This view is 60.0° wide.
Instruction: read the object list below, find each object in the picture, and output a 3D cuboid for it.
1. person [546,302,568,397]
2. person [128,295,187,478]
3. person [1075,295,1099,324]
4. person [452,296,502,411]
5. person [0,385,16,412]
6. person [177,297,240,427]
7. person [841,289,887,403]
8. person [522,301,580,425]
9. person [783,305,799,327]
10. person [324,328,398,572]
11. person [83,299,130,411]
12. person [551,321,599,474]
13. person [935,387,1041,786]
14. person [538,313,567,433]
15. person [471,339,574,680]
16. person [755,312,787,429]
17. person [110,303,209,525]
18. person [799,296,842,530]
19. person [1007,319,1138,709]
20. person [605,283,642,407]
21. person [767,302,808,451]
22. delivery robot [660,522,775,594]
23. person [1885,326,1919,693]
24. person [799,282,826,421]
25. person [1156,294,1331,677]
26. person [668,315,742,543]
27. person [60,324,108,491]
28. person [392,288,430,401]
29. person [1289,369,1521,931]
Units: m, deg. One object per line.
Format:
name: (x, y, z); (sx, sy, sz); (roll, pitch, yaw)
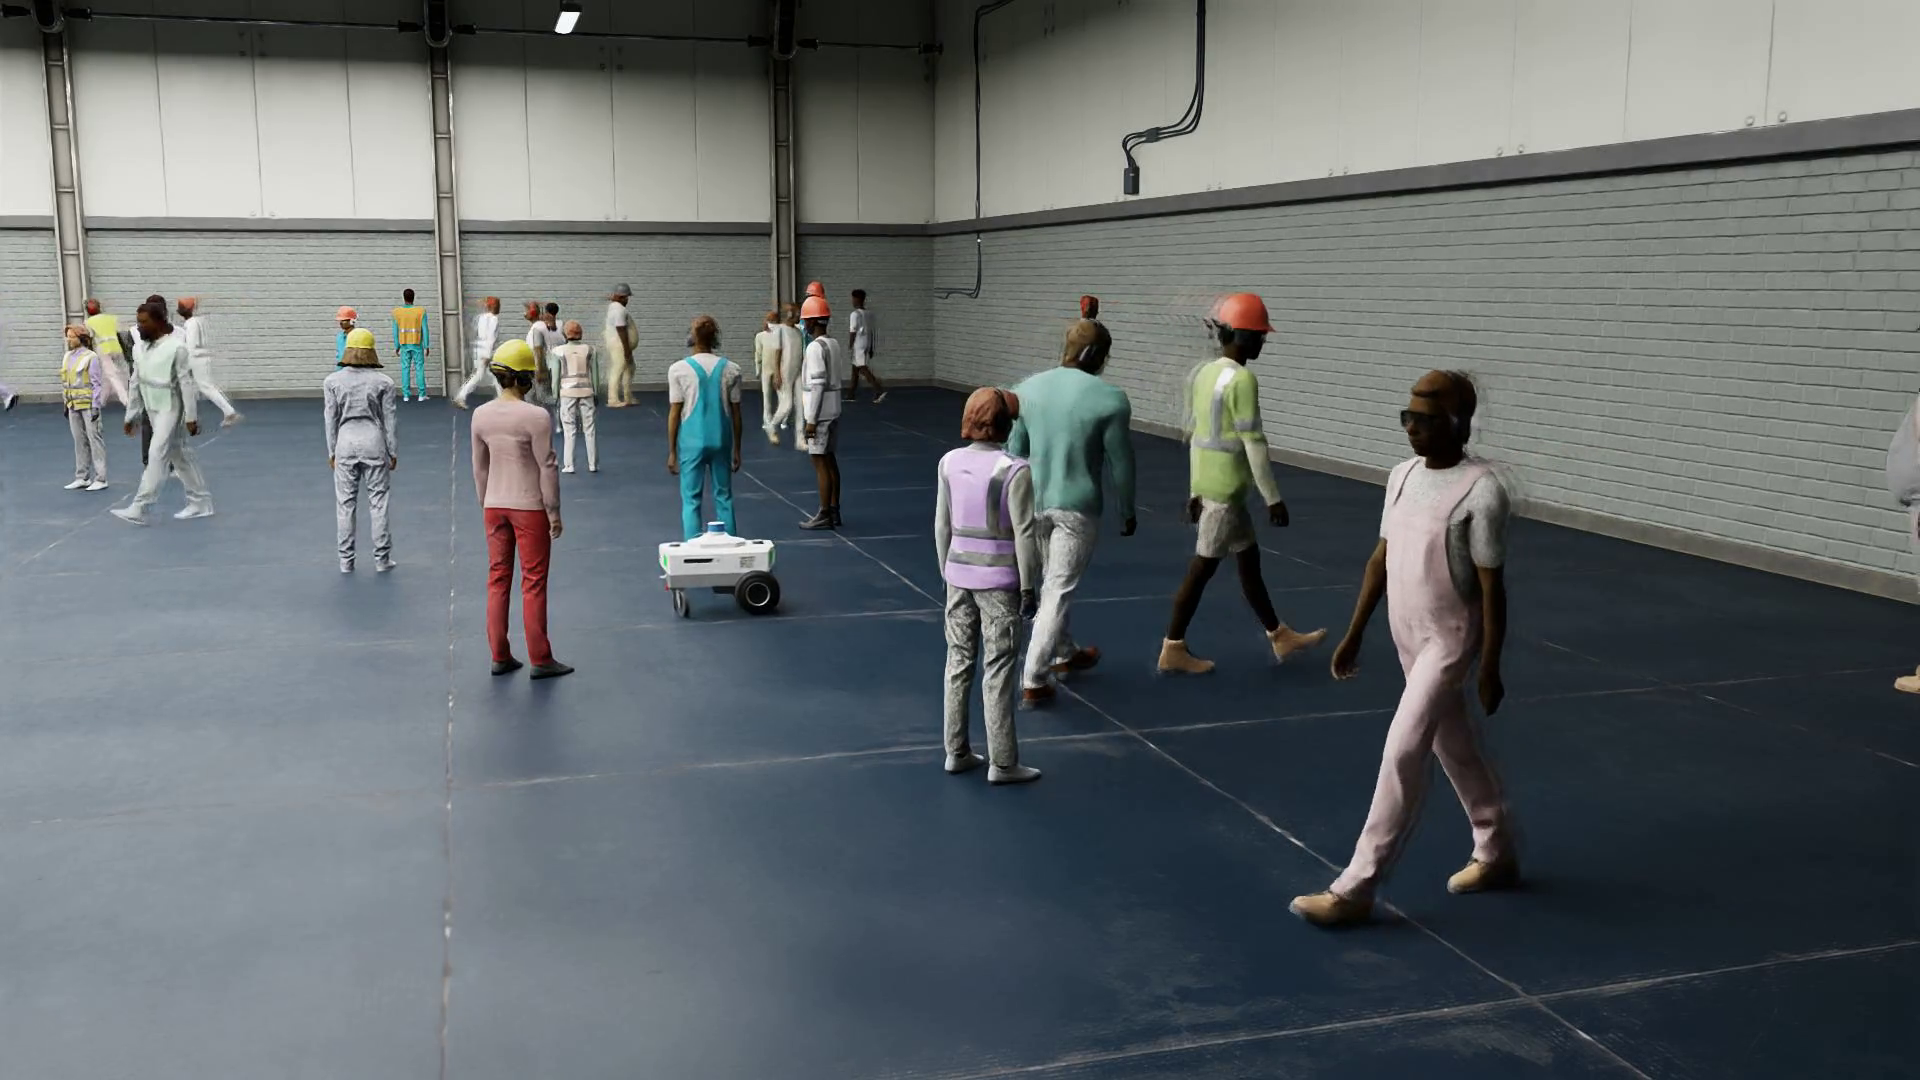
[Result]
person: (-6.740, -3.086, 27.591); (0.542, 1.695, 0.316); (-7, 11, -38)
person: (-8.327, -1.588, 17.328); (0.587, 1.920, 0.392); (-7, 12, -40)
person: (1.538, -2.011, 20.130); (0.356, 1.886, 0.574); (-2, 9, -12)
person: (-7.540, -2.936, 26.228); (0.963, 1.837, 0.589); (-8, 12, -42)
person: (-14.810, -2.825, 25.293); (0.531, 1.891, 0.667); (-2, 9, -11)
person: (-10.713, -2.497, 23.404); (0.994, 1.843, 0.585); (-5, 10, -27)
person: (-1.626, -3.279, 28.085); (0.943, 1.934, 0.610); (4, 10, 25)
person: (-5.537, -2.282, 22.142); (0.810, 1.807, 0.573); (-3, 9, -16)
person: (-2.772, -3.062, 27.541); (0.560, 1.666, 0.558); (-4, 10, -23)
person: (-4.254, -0.635, 11.853); (0.488, 1.733, 0.339); (-2, 9, -13)
person: (-13.470, -2.917, 26.285); (0.942, 1.779, 0.619); (3, 9, 17)
person: (-4.110, -1.524, 17.807); (0.514, 1.640, 0.314); (-4, 10, -23)
person: (0.110, 0.190, 6.880); (0.523, 1.636, 0.310); (8, 12, 43)
person: (-5.551, -2.248, 22.484); (0.512, 1.622, 0.294); (-3, 9, -16)
person: (-2.293, -0.154, 8.668); (0.523, 1.769, 0.310); (4, 10, 24)
person: (-2.596, -2.352, 23.148); (0.515, 1.624, 0.289); (1, 9, 3)
person: (-6.888, -1.069, 14.166); (0.610, 1.864, 0.995); (5, 10, 30)
person: (-1.174, -1.046, 13.814); (0.355, 1.934, 0.553); (2, 9, 13)
person: (0.588, -0.147, 8.251); (0.661, 1.877, 0.942); (6, 11, 35)
person: (-5.453, -3.182, 27.110); (0.736, 2.000, 0.704); (-3, 9, -18)
person: (-2.060, -1.984, 20.196); (0.592, 1.810, 0.551); (8, 12, 40)
delivery robot: (-1.524, 0.128, 10.415); (0.707, 0.478, 0.477); (-2, 9, -11)
person: (4.970, -0.249, 8.395); (0.714, 2.000, 0.538); (-8, 12, -43)
person: (-2.141, -2.774, 24.514); (0.380, 2.039, 0.607); (4, 10, 25)
person: (1.500, -0.268, 8.654); (1.029, 1.989, 0.613); (-1, 9, -6)
person: (-1.753, -0.618, 11.415); (0.518, 1.835, 0.364); (-4, 10, -22)
person: (-8.643, -1.305, 16.398); (0.514, 1.644, 0.307); (4, 10, 26)
person: (-9.396, -3.339, 28.491); (0.591, 1.921, 0.390); (-1, 9, -6)
person: (1.527, 0.343, 5.411); (0.970, 1.799, 0.510); (-3, 9, -18)
